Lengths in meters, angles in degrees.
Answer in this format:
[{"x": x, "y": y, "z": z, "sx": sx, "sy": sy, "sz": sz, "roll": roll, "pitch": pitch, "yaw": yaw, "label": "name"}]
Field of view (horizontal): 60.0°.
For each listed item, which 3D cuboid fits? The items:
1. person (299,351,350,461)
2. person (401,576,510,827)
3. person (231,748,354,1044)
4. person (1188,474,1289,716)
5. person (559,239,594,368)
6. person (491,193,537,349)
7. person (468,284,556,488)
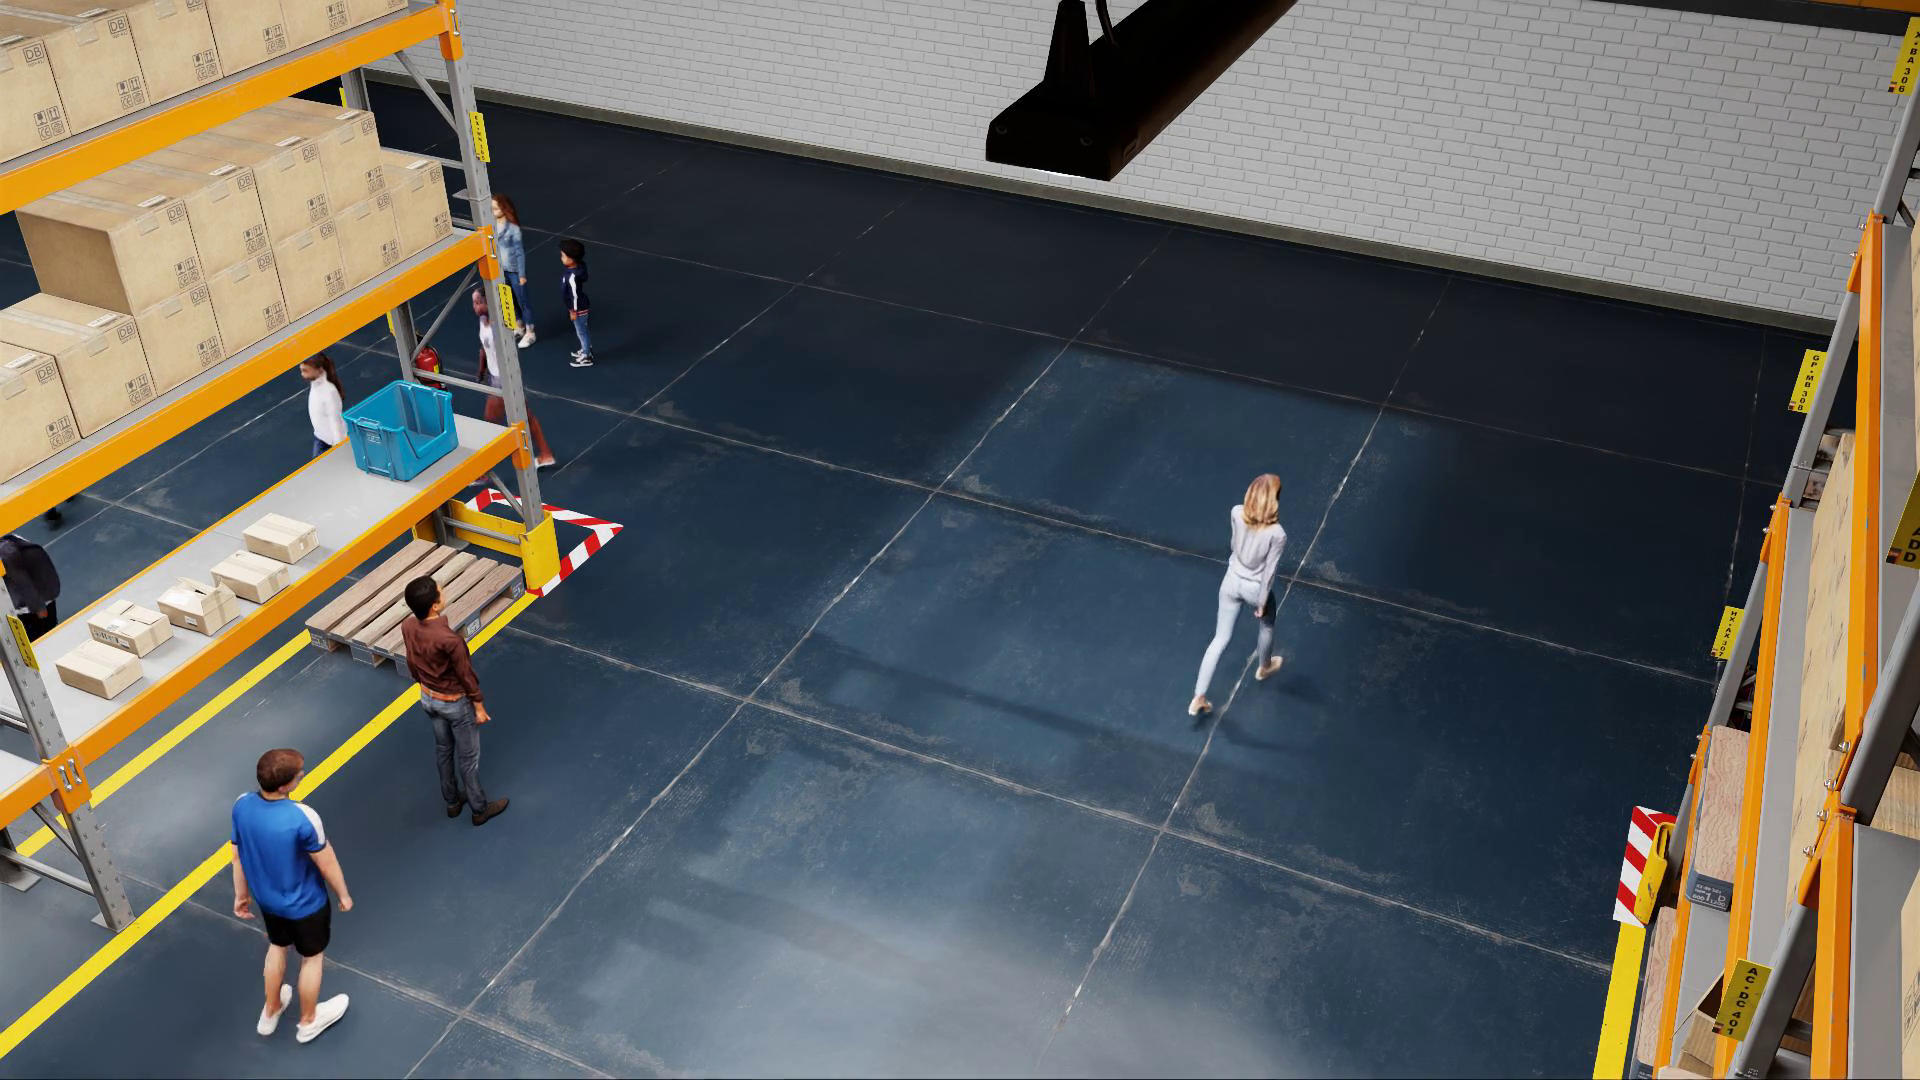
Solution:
[{"x": -4.731, "y": -0.796, "z": 12.861, "sx": 0.775, "sy": 1.512, "sz": 1.147, "roll": 29, "pitch": 43, "yaw": 36, "label": "person"}, {"x": -3.071, "y": 0.967, "z": 9.966, "sx": 0.649, "sy": 1.782, "sz": 0.524, "roll": 16, "pitch": 37, "yaw": 23, "label": "person"}, {"x": -3.508, "y": 1.871, "z": 8.568, "sx": 0.805, "sy": 1.823, "sz": 0.753, "roll": 0, "pitch": 34, "yaw": 0, "label": "person"}, {"x": 1.811, "y": 0.387, "z": 10.871, "sx": 0.862, "sy": 1.746, "sz": 1.278, "roll": 27, "pitch": 42, "yaw": 35, "label": "person"}, {"x": -3.498, "y": -2.177, "z": 15.202, "sx": 0.656, "sy": 1.221, "sz": 0.562, "roll": -3, "pitch": 34, "yaw": -4, "label": "person"}, {"x": -4.178, "y": -2.533, "z": 15.507, "sx": 0.589, "sy": 1.476, "sz": 0.544, "roll": 20, "pitch": 38, "yaw": 27, "label": "person"}, {"x": -3.578, "y": -1.283, "z": 13.430, "sx": 1.160, "sy": 1.694, "sz": 1.017, "roll": -18, "pitch": 37, "yaw": -25, "label": "person"}]
